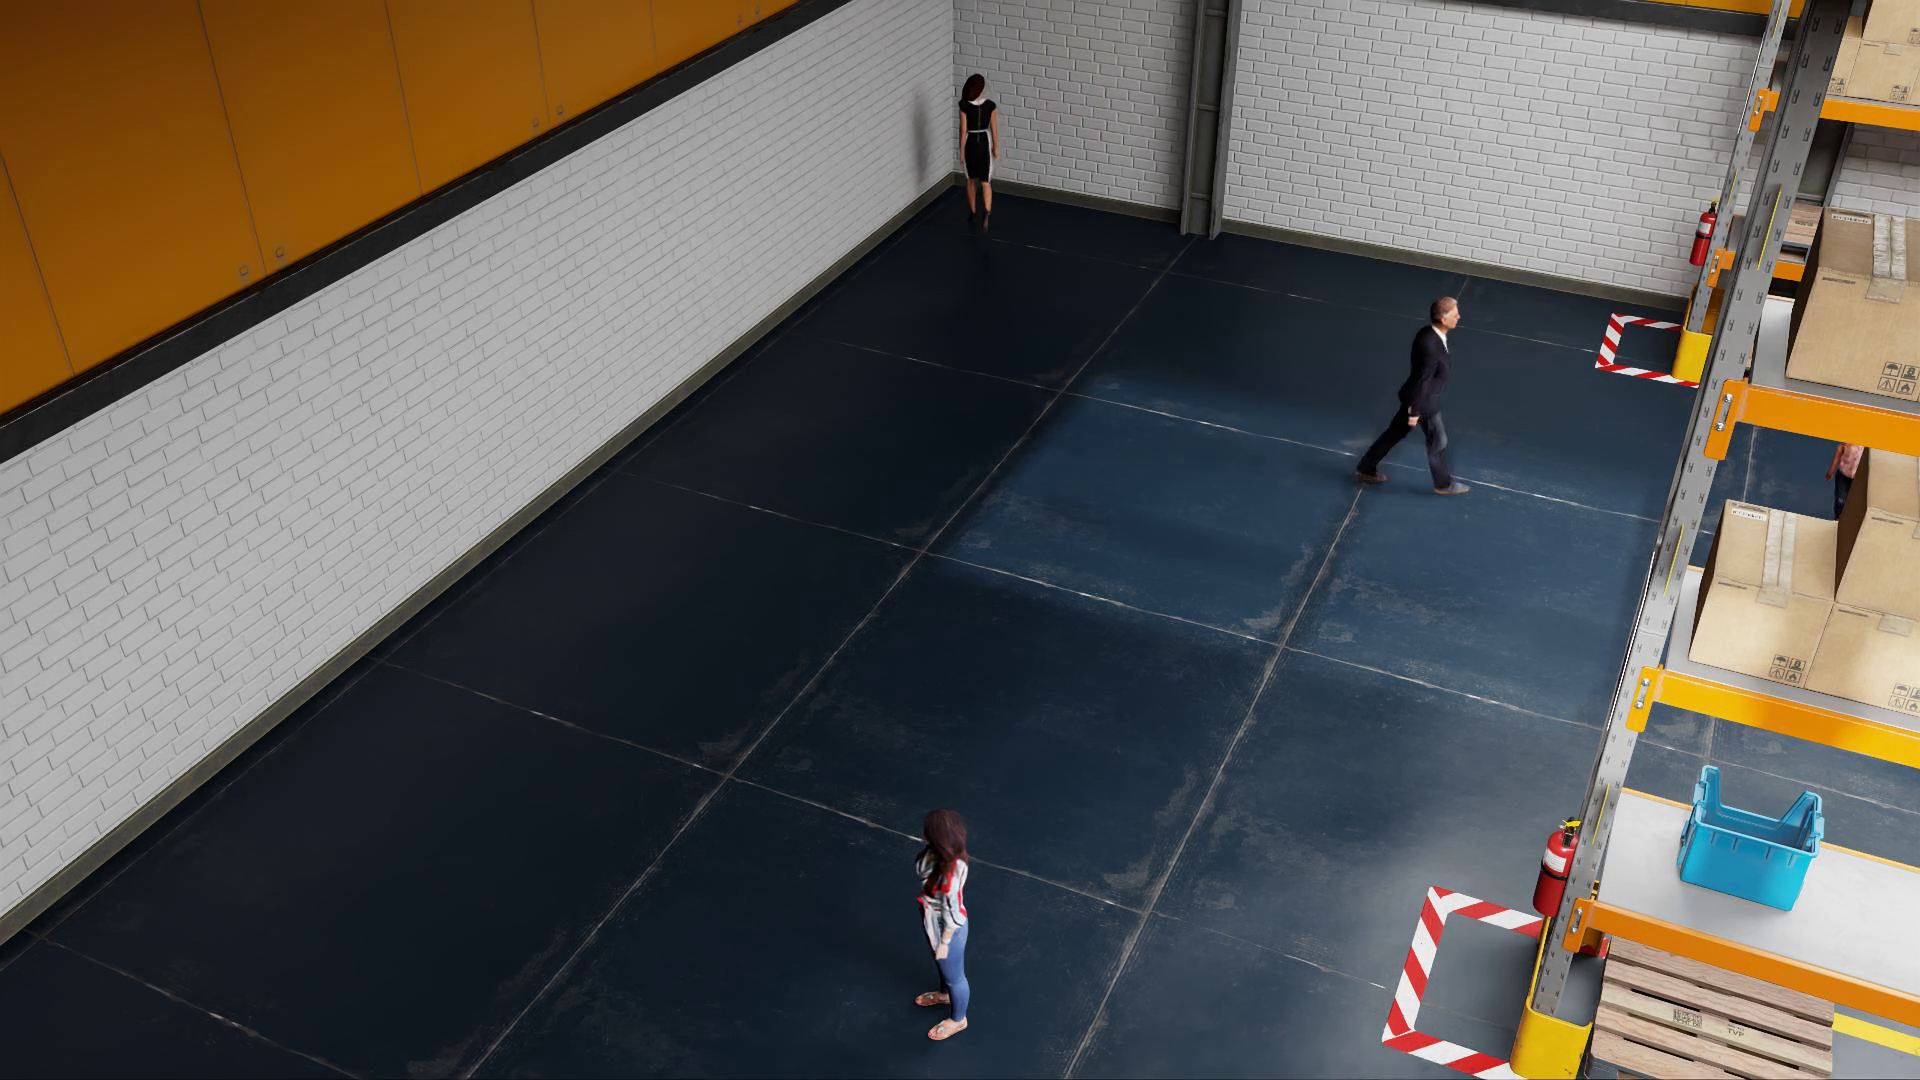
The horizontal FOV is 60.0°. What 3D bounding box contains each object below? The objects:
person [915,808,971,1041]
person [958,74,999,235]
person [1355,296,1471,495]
[{"bbox_3d":[-0.080,2.070,9.090,0.702,1.612,0.658,-9,35,-13],"label":"person"},{"bbox_3d":[0.208,-4.236,18.431,1.072,1.776,1.023,-5,34,-7],"label":"person"},{"bbox_3d":[3.753,-1.189,13.855,1.272,1.766,0.934,5,34,8],"label":"person"}]
